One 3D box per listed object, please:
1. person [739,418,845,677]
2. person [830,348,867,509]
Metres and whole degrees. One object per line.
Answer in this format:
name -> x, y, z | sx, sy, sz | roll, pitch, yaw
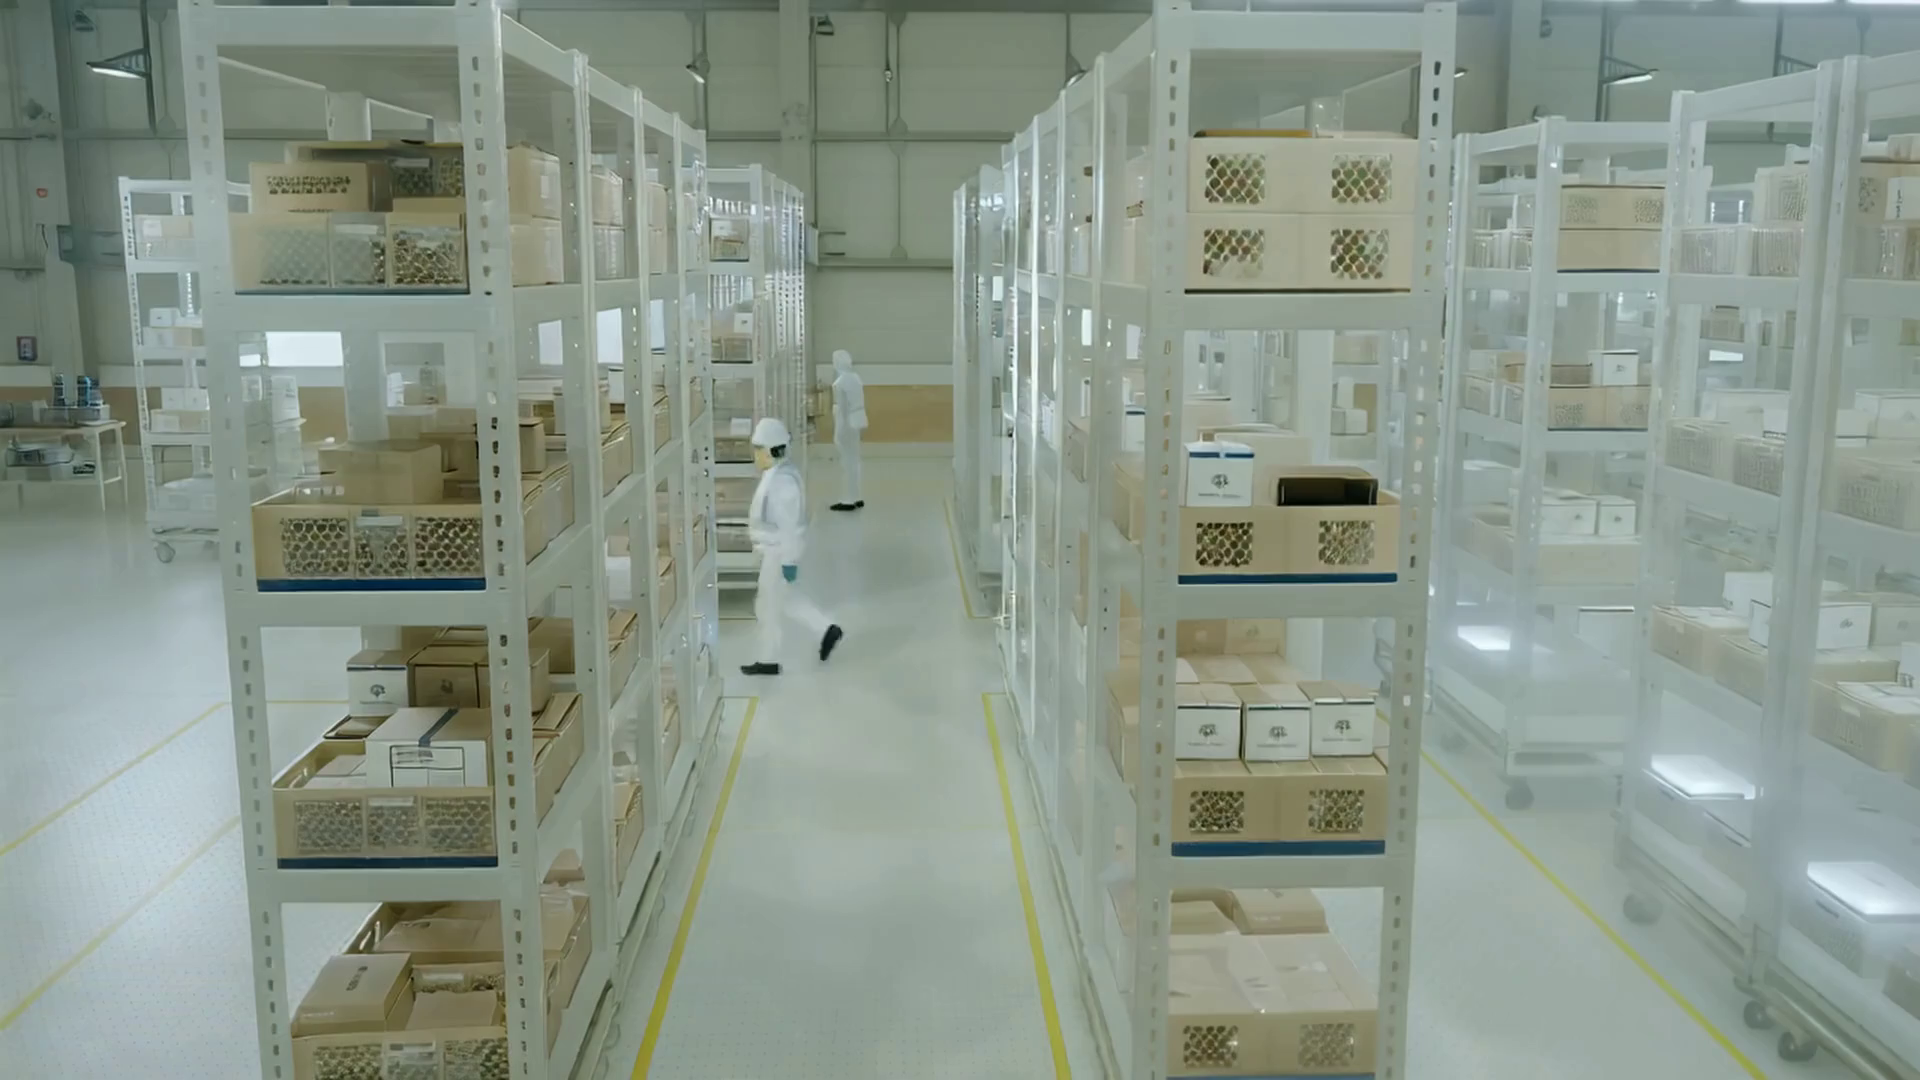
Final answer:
person -> -1.186, 0.048, 11.559 | 0.667, 1.810, 0.598 | -1, 10, -6
person -> -1.266, -1.264, 18.977 | 0.391, 1.836, 0.561 | 4, 11, 20
